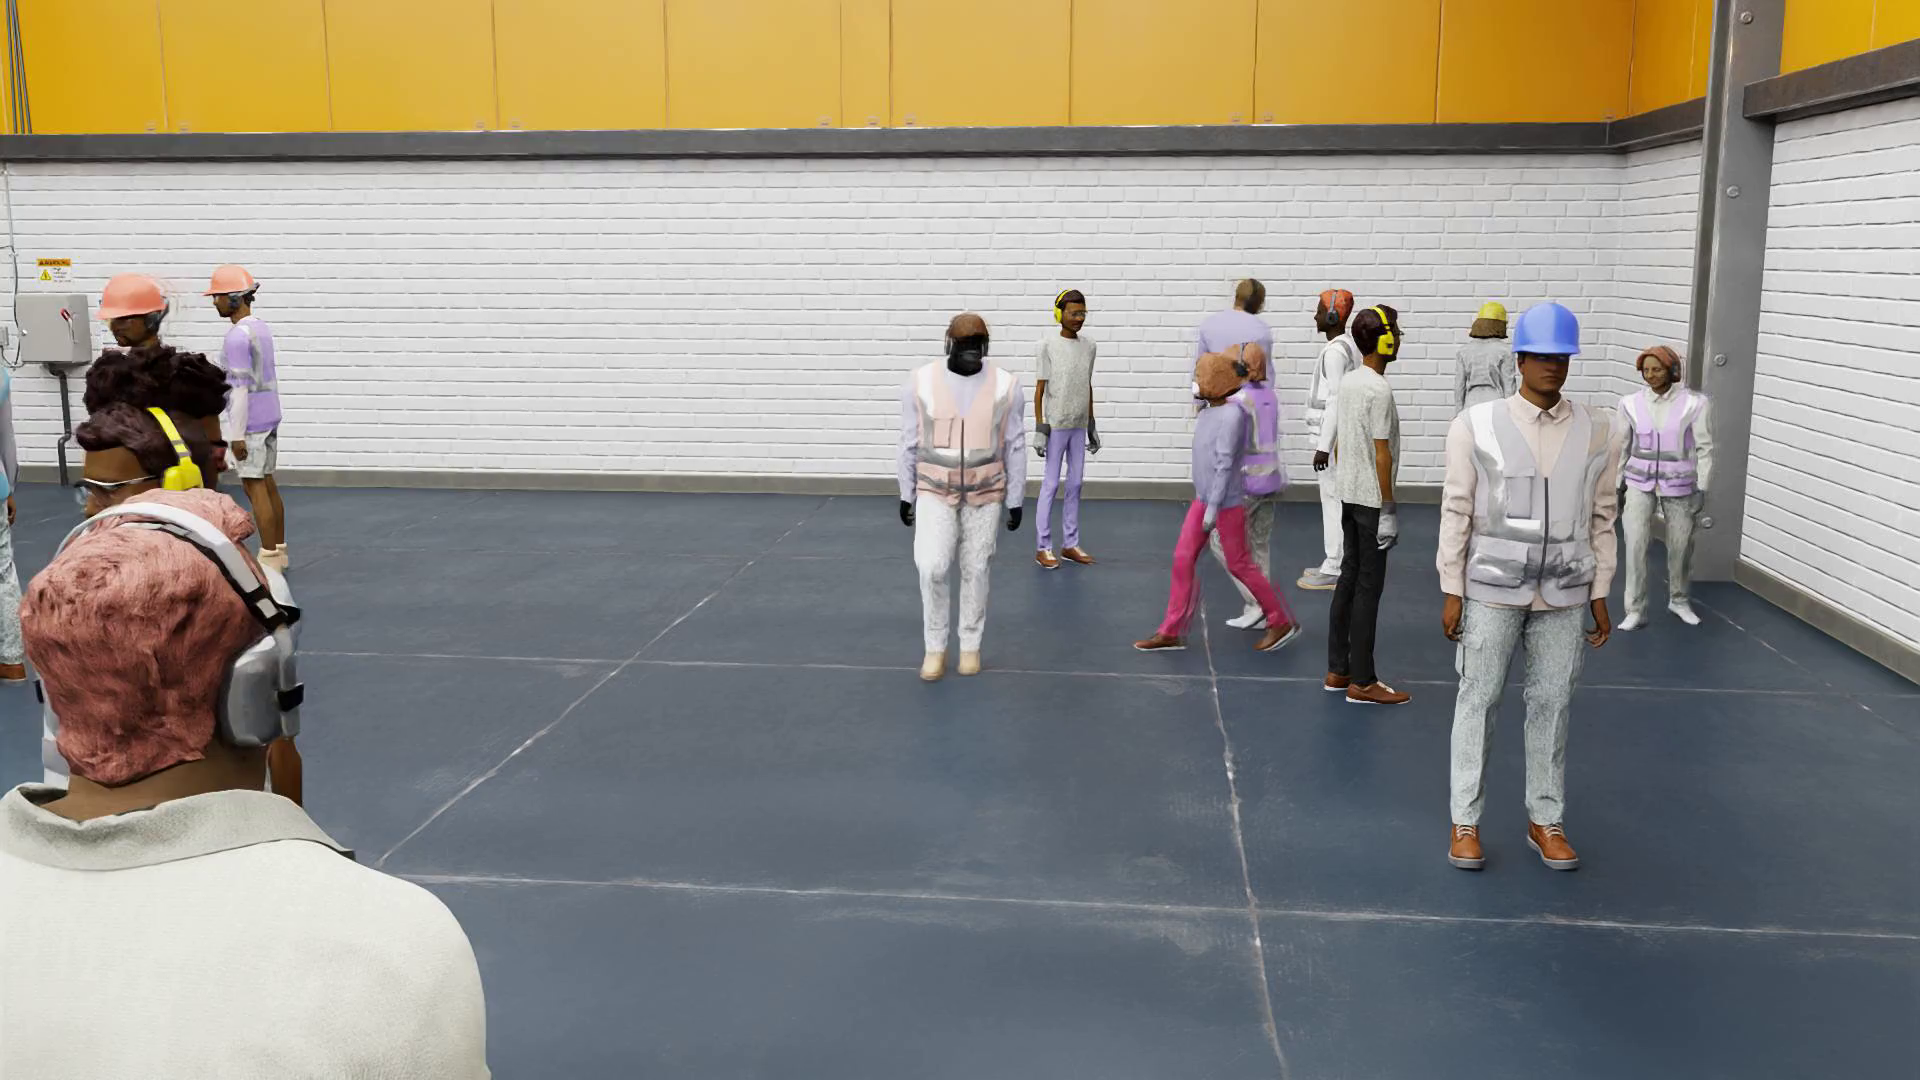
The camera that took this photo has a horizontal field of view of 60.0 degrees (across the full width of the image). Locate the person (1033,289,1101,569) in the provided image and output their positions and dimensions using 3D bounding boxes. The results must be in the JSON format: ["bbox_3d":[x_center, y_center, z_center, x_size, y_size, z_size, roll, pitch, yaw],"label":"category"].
[{"bbox_3d":[0.722,-0.747,11.191,0.534,1.864,0.310,-6,12,-33],"label":"person"}]

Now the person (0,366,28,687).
[{"bbox_3d":[-4.774,-0.213,7.895,0.404,1.948,0.605,5,11,28],"label":"person"}]

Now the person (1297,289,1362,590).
[{"bbox_3d":[2.336,-0.625,10.445,0.355,1.883,0.574,4,11,21],"label":"person"}]

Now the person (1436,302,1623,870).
[{"bbox_3d":[1.946,0.166,5.720,0.605,1.951,0.380,0,10,1],"label":"person"}]

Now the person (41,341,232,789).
[{"bbox_3d":[-1.528,0.600,3.215,0.401,1.958,0.629,-4,11,-22],"label":"person"}]

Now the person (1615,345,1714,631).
[{"bbox_3d":[3.965,-0.298,9.375,0.531,1.605,0.603,6,12,32],"label":"person"}]

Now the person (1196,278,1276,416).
[{"bbox_3d":[2.069,-1.019,12.659,0.685,1.905,0.412,9,13,42],"label":"person"}]

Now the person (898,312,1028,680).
[{"bbox_3d":[0.016,-0.206,8.212,0.645,1.820,0.582,0,10,-2],"label":"person"}]

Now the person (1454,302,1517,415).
[{"bbox_3d":[3.984,-0.927,12.596,0.483,1.735,0.311,9,13,42],"label":"person"}]

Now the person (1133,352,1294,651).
[{"bbox_3d":[1.386,-0.194,8.780,0.830,1.596,0.497,-3,10,-15],"label":"person"}]

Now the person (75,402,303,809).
[{"bbox_3d":[-1.464,0.648,3.264,0.510,1.851,0.351,5,11,28],"label":"person"}]

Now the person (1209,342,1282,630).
[{"bbox_3d":[1.603,-0.281,9.231,0.363,1.627,0.515,8,13,40],"label":"person"}]

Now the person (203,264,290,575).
[{"bbox_3d":[-4.619,-0.754,10.769,0.406,2.035,0.602,-1,10,-6],"label":"person"}]

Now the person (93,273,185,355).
[{"bbox_3d":[-3.825,-0.233,7.809,0.600,2.012,0.770,5,11,27],"label":"person"}]

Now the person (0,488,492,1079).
[{"bbox_3d":[-0.695,0.900,1.629,0.642,1.913,0.408,2,10,10],"label":"person"}]

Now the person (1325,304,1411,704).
[{"bbox_3d":[1.938,-0.165,7.849,0.324,1.871,0.526,-2,10,-11],"label":"person"}]
